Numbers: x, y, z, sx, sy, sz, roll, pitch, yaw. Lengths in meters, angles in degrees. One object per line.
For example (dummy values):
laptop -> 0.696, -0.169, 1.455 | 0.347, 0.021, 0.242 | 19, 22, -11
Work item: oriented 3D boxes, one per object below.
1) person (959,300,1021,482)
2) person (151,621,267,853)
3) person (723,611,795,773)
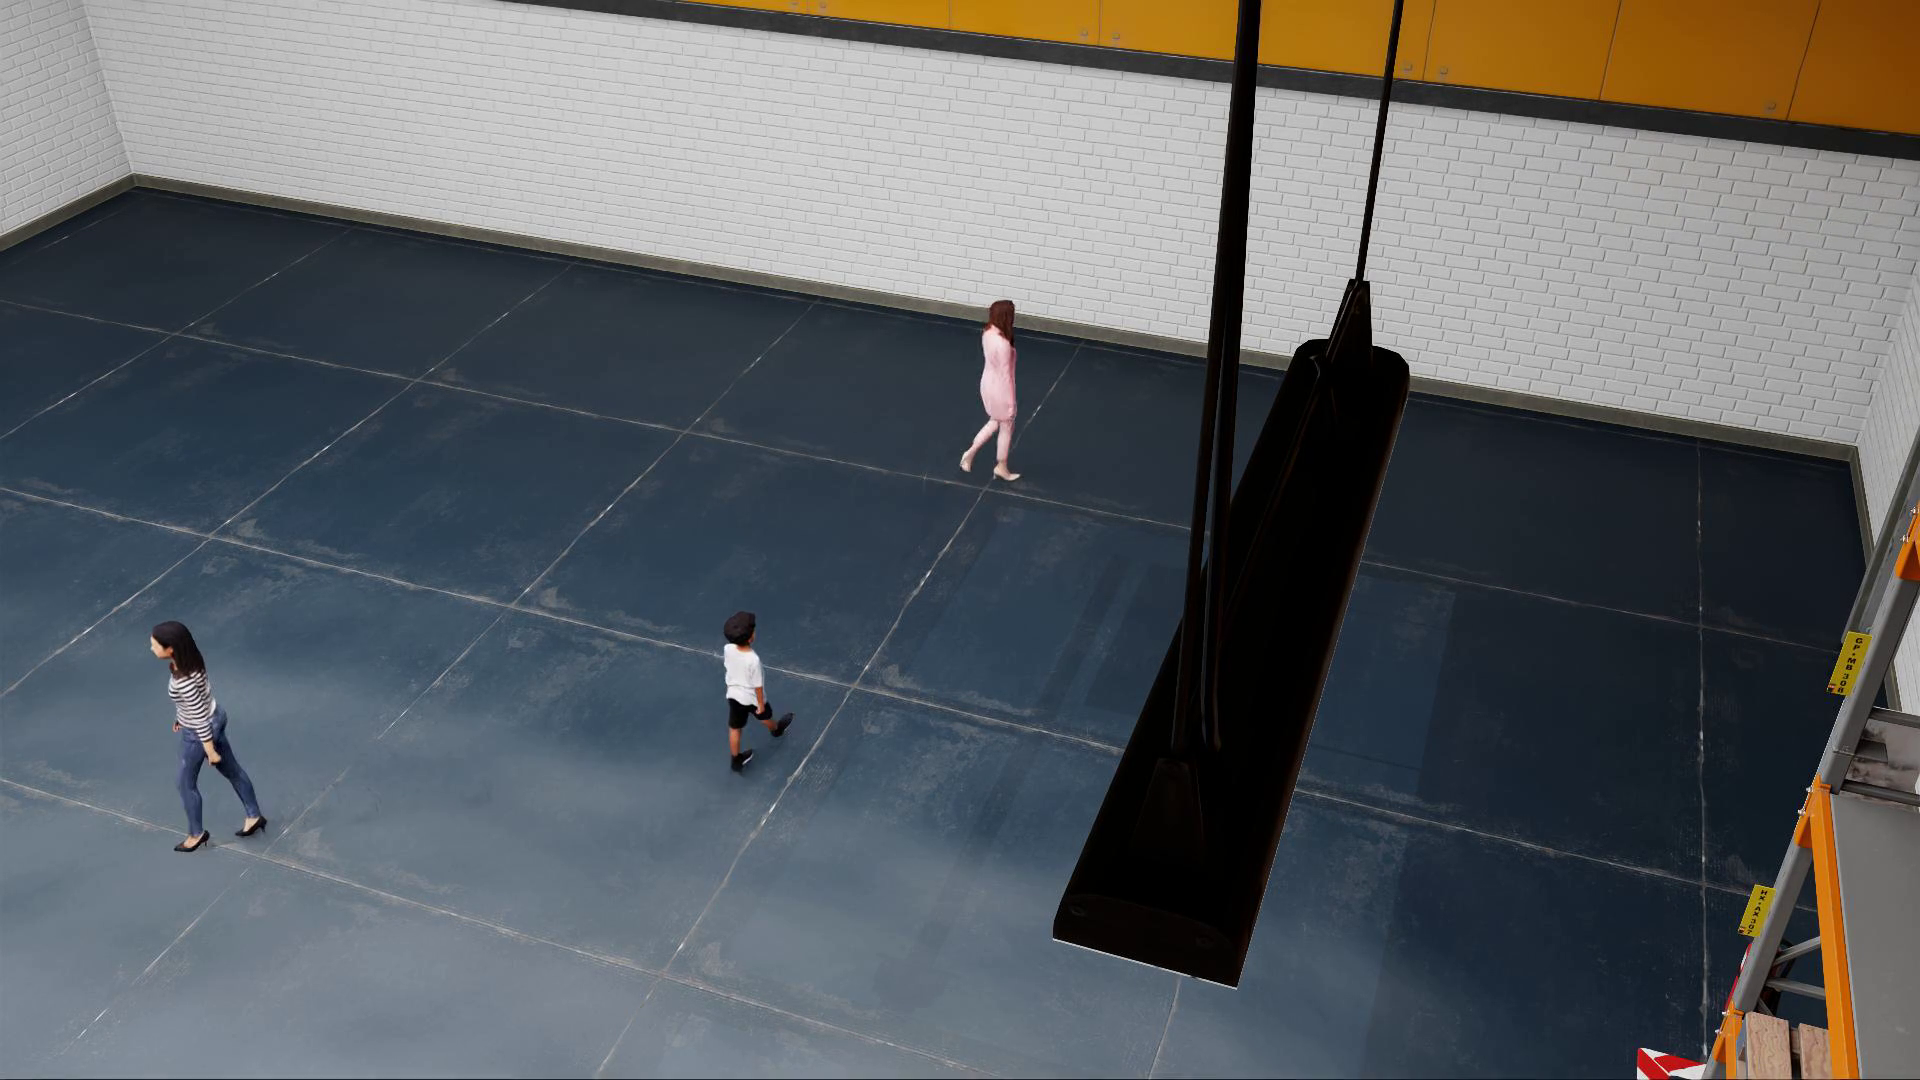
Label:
person -> 0.265, -1.252, 14.445 | 0.956, 1.788, 0.899 | -14, 36, -20
person -> -4.774, 1.241, 10.706 | 0.897, 1.776, 0.876 | -8, 34, -11
person -> -1.514, 1.071, 11.451 | 0.603, 1.234, 0.871 | 18, 38, 25
